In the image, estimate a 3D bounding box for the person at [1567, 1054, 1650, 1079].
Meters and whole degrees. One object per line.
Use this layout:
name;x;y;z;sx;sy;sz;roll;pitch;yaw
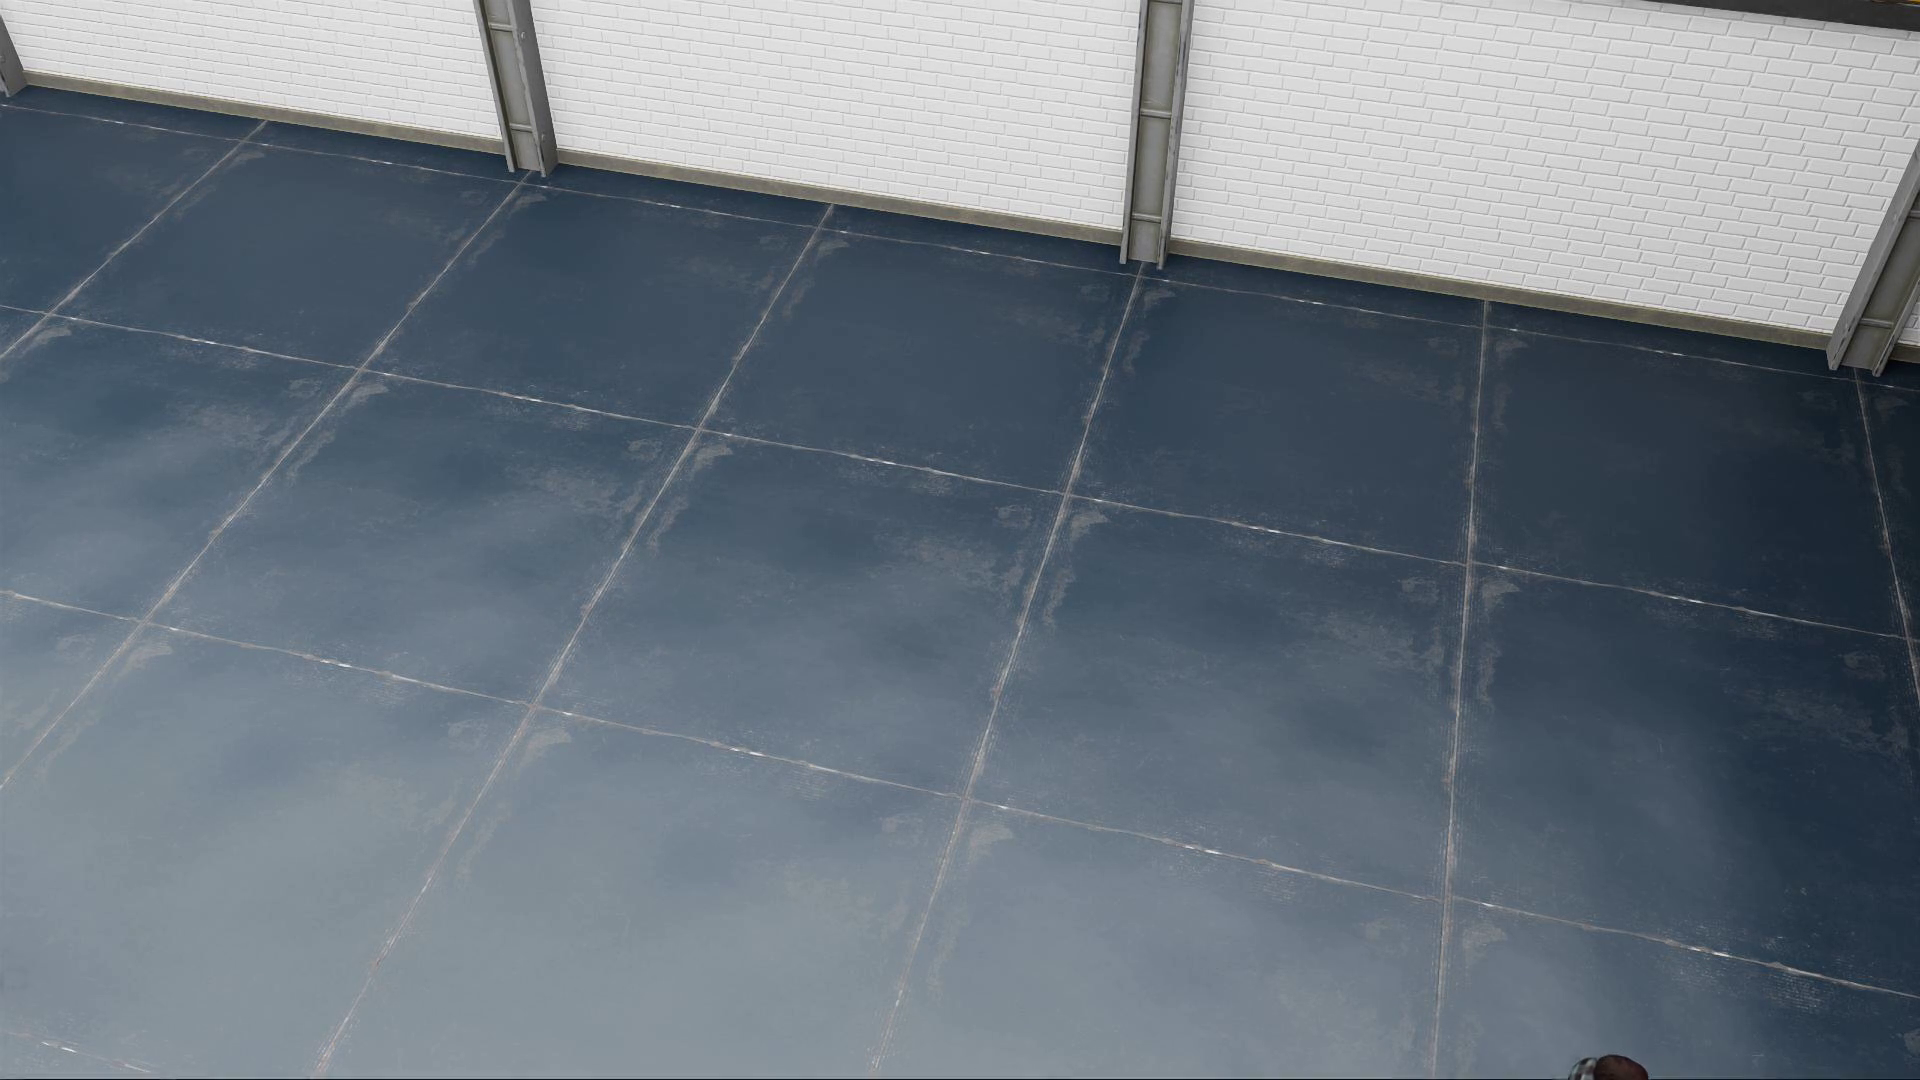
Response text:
person;2.824;2.871;7.970;0.963;1.685;0.708;13;45;13
